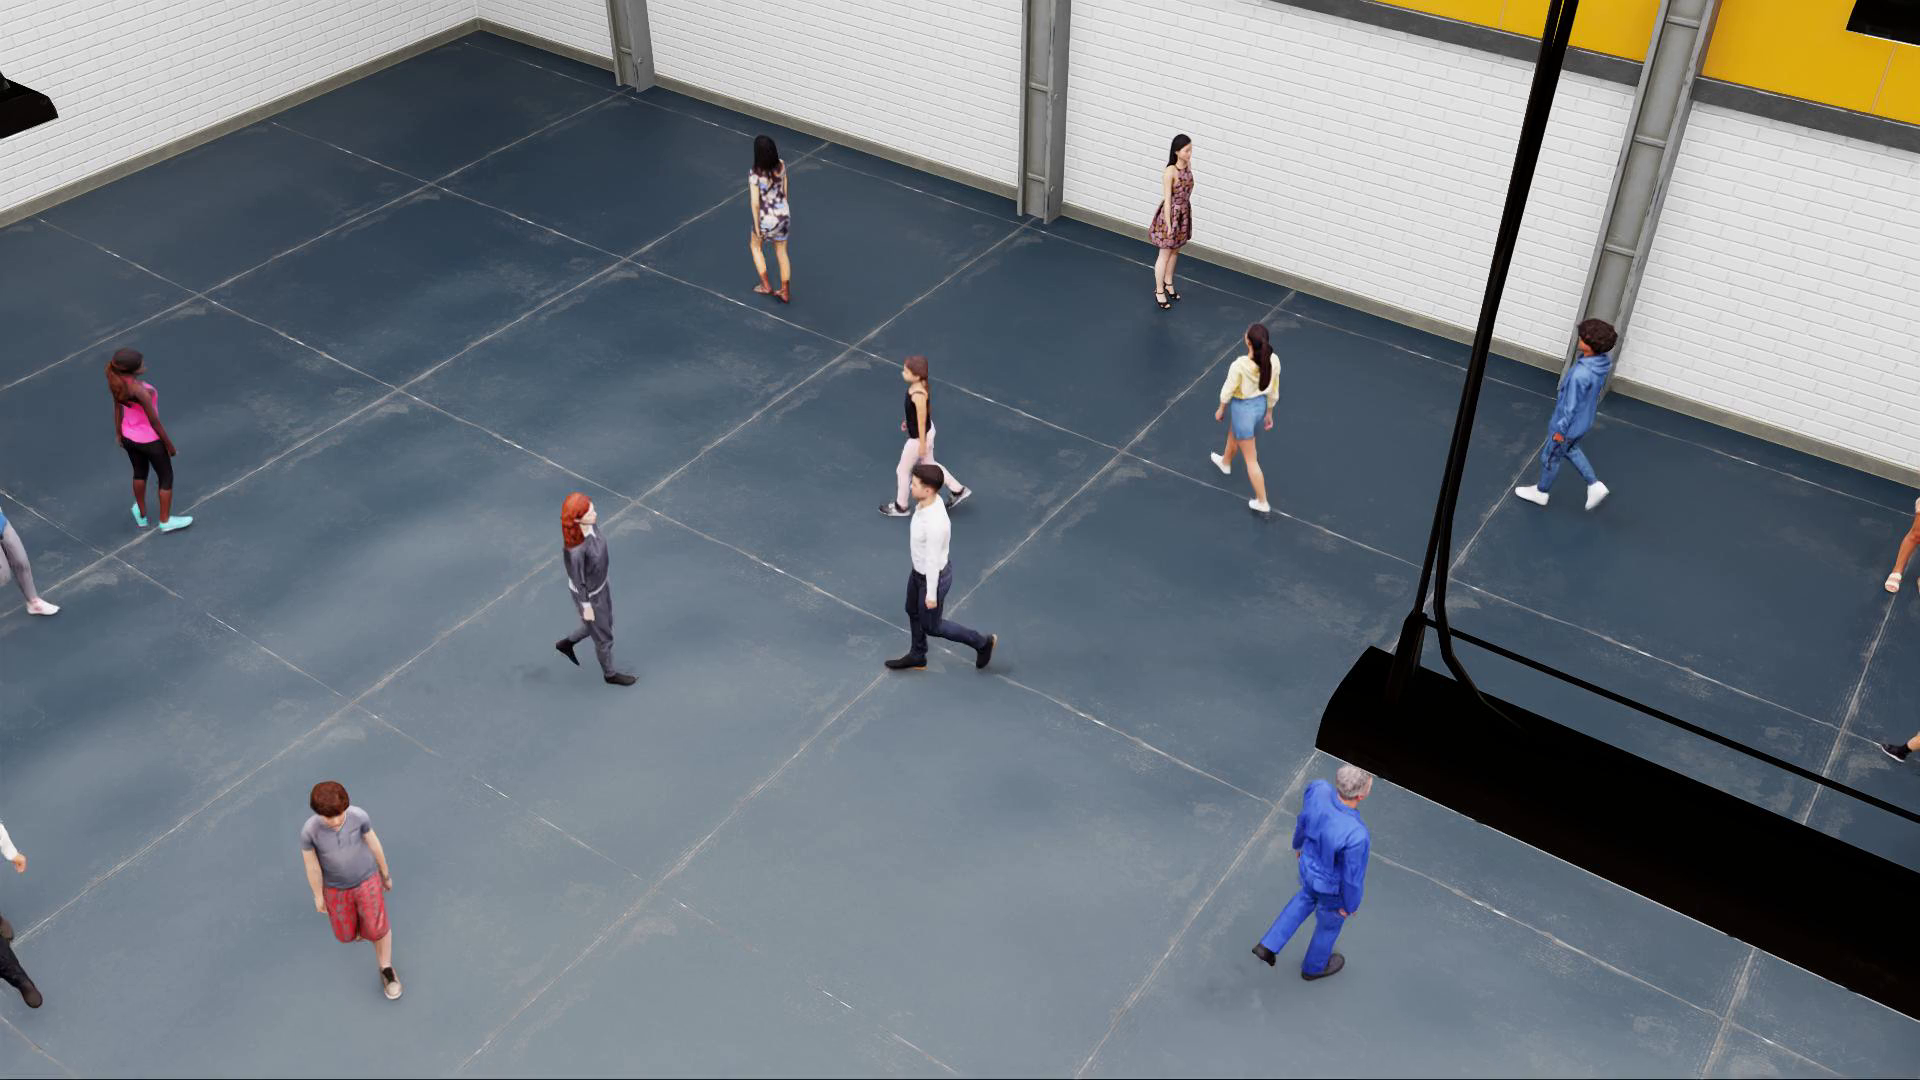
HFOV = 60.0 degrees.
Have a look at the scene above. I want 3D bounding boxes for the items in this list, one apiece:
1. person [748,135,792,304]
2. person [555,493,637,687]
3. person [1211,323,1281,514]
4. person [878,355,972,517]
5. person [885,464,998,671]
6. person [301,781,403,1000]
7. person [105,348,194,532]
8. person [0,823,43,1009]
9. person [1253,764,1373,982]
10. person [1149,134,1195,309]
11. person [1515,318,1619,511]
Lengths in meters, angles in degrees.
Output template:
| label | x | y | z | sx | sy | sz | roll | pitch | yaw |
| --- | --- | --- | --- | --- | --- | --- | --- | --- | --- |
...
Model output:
| label | x | y | z | sx | sy | sz | roll | pitch | yaw |
| --- | --- | --- | --- | --- | --- | --- | --- | --- | --- |
| person | -1.777 | -3.076 | 16.133 | 0.712 | 1.722 | 0.744 | -23 | 44 | -26 |
| person | -2.675 | 0.354 | 11.806 | 0.944 | 1.762 | 0.840 | 0 | 39 | 0 |
| person | 2.392 | -0.967 | 13.603 | 0.975 | 1.584 | 1.242 | -19 | 42 | -22 |
| person | -0.254 | -0.842 | 13.481 | 1.042 | 1.540 | 0.837 | 3 | 39 | 4 |
| person | -0.123 | 0.255 | 11.867 | 1.142 | 1.840 | 1.045 | -4 | 39 | -4 |
| person | -3.620 | 1.985 | 9.862 | 0.871 | 1.639 | 1.012 | -16 | 41 | -19 |
| person | -6.584 | -0.787 | 13.290 | 0.559 | 1.693 | 0.847 | 12 | 40 | 15 |
| person | -5.933 | 1.871 | 9.853 | 1.225 | 1.828 | 0.769 | 30 | 47 | 32 |
| person | 2.073 | 1.979 | 9.726 | 1.013 | 1.817 | 0.964 | -16 | 41 | -19 |
| person | 2.075 | -3.095 | 16.112 | 0.649 | 1.777 | 0.649 | 25 | 45 | 28 |
| person | 5.025 | -0.964 | 13.432 | 0.971 | 1.792 | 0.737 | 28 | 46 | 31 |
